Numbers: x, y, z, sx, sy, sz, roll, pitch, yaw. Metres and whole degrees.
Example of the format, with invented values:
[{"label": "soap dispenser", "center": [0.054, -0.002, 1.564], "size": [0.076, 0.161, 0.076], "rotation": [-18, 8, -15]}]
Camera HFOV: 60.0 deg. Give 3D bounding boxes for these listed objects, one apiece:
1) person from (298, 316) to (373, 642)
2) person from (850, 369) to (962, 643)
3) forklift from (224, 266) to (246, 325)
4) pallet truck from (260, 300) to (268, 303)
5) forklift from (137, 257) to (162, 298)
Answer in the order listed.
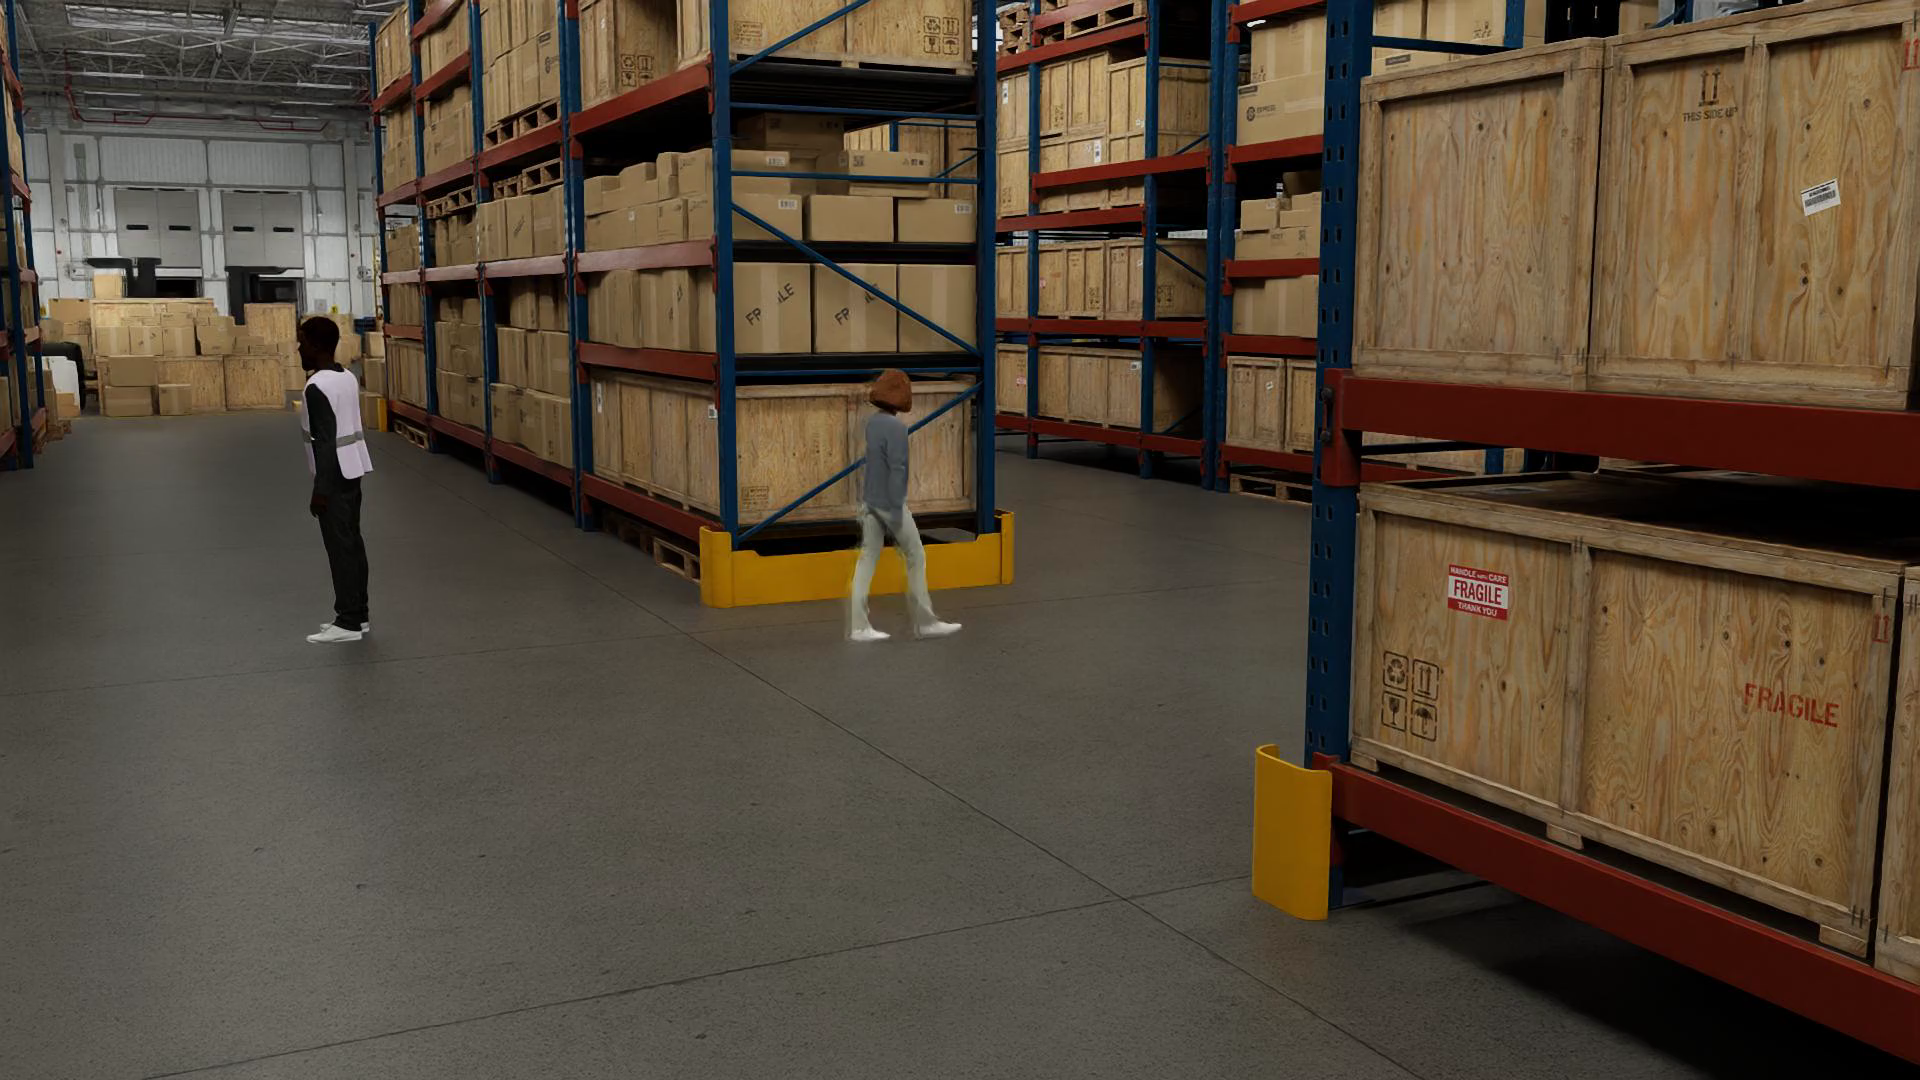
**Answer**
[{"label": "person", "center": [-3.692, -0.355, 9.832], "size": [0.398, 1.920, 0.588], "rotation": [-1, 8, -4]}, {"label": "person", "center": [-0.334, -0.198, 9.807], "size": [0.755, 1.600, 0.520], "rotation": [-4, 9, -27]}, {"label": "forklift", "center": [-17.757, -5.360, 41.049], "size": [1.873, 2.768, 1.129], "rotation": [-2, 8, -11]}, {"label": "pallet truck", "center": [-23.913, -7.404, 58.171], "size": [1.885, 1.965, 0.823], "rotation": [-1, 8, -9]}, {"label": "forklift", "center": [-15.871, -4.143, 32.656], "size": [1.873, 2.768, 1.129], "rotation": [-4, 9, -27]}]
